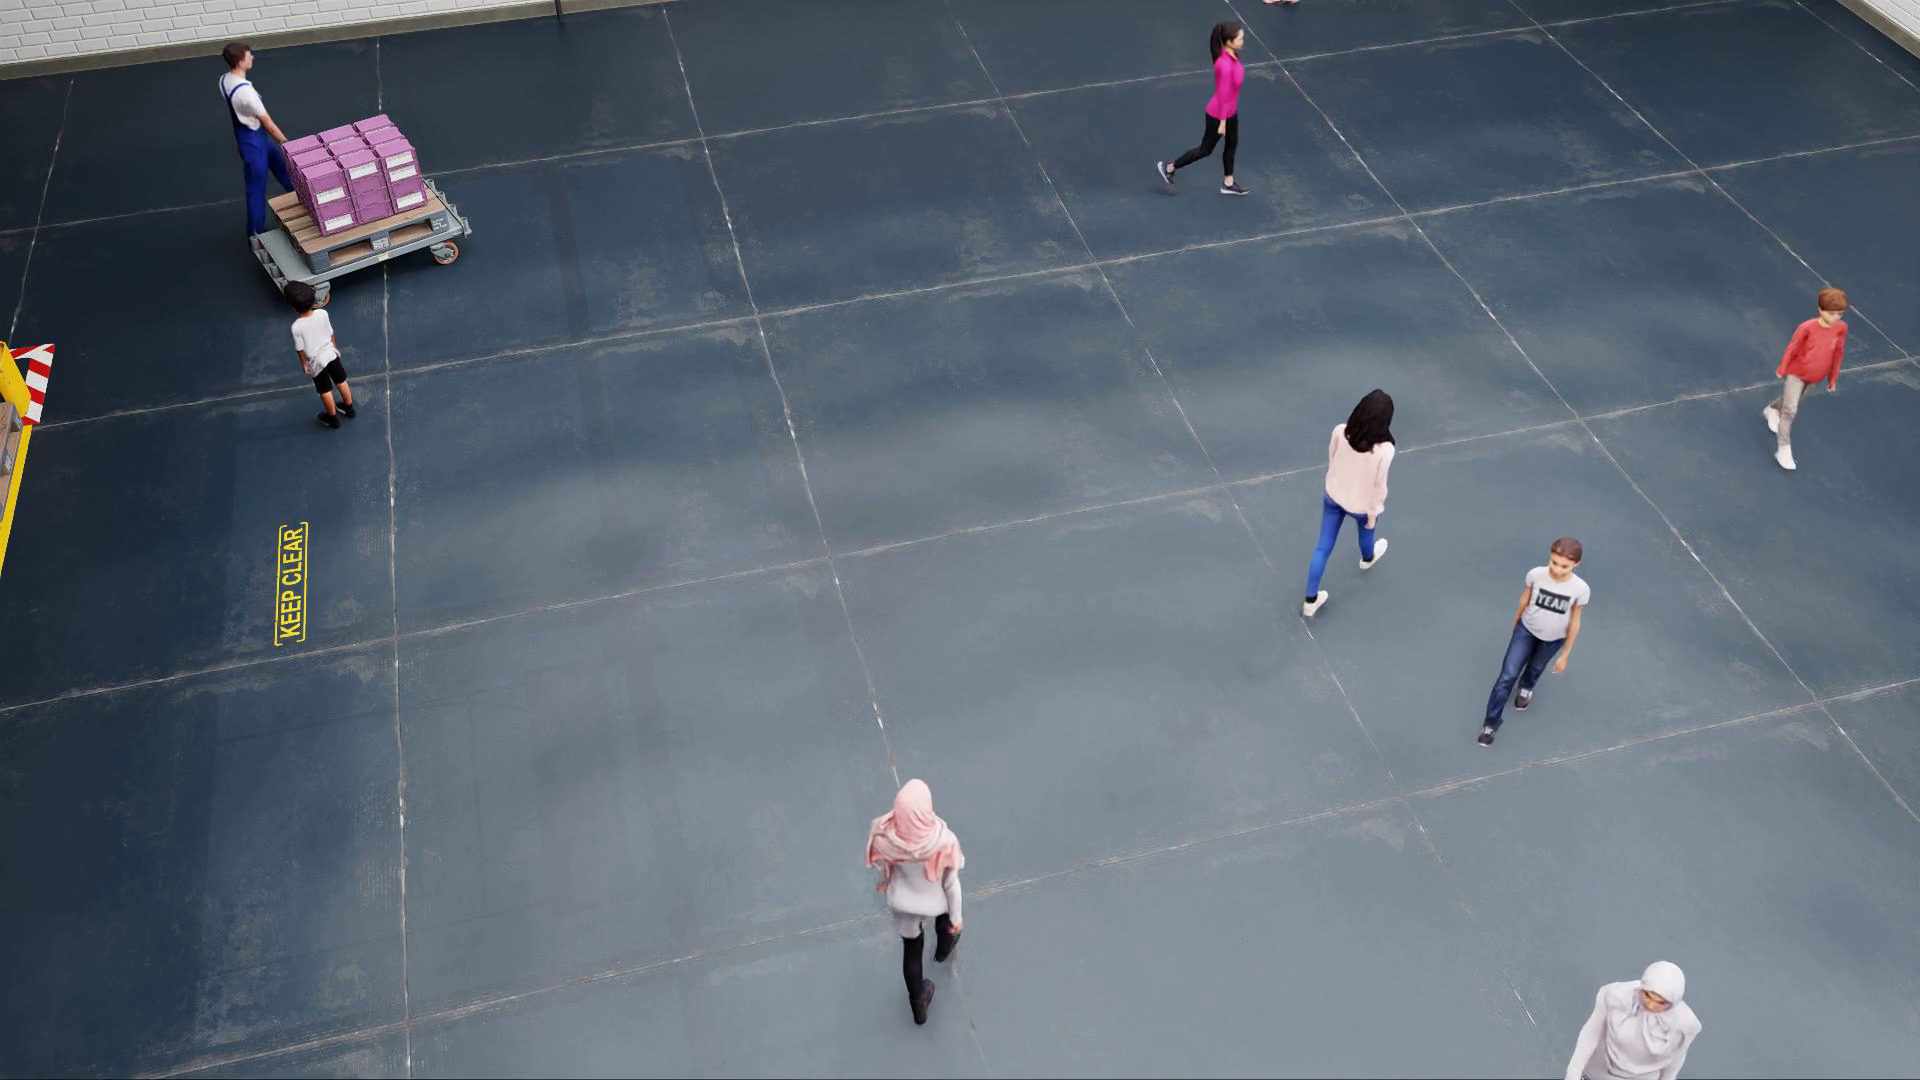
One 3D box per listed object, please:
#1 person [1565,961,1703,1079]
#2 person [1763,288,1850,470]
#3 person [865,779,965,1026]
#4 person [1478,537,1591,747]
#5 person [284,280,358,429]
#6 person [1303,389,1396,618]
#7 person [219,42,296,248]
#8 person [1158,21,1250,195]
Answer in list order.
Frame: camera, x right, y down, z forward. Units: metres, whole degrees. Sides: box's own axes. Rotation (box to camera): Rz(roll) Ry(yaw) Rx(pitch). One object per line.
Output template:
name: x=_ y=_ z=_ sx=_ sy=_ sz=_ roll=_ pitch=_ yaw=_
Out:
person: x=3.230 y=2.490 z=8.088 sx=1.126 sy=1.731 sz=1.139 roll=25 pitch=49 yaw=24
person: x=6.240 y=-1.286 z=12.303 sx=0.647 sy=1.383 sz=0.979 roll=-2 pitch=44 yaw=-2
person: x=-0.219 y=1.934 z=8.633 sx=0.890 sy=1.783 sz=1.018 roll=7 pitch=44 yaw=8
person: x=3.624 y=0.525 z=10.298 sx=0.939 sy=1.527 sz=1.033 roll=18 pitch=47 yaw=18
person: x=-4.812 y=-1.405 z=12.519 sx=0.614 sy=1.257 sz=0.567 roll=30 pitch=51 yaw=28
person: x=2.505 y=-0.196 z=10.917 sx=1.161 sy=1.717 sz=1.105 roll=33 pitch=52 yaw=30
person: x=-6.056 y=-3.287 z=14.095 sx=1.010 sy=1.809 sz=1.143 roll=-31 pitch=52 yaw=-28
person: x=2.213 y=-3.790 z=14.723 sx=0.979 sy=1.671 sz=1.093 roll=8 pitch=44 yaw=8
